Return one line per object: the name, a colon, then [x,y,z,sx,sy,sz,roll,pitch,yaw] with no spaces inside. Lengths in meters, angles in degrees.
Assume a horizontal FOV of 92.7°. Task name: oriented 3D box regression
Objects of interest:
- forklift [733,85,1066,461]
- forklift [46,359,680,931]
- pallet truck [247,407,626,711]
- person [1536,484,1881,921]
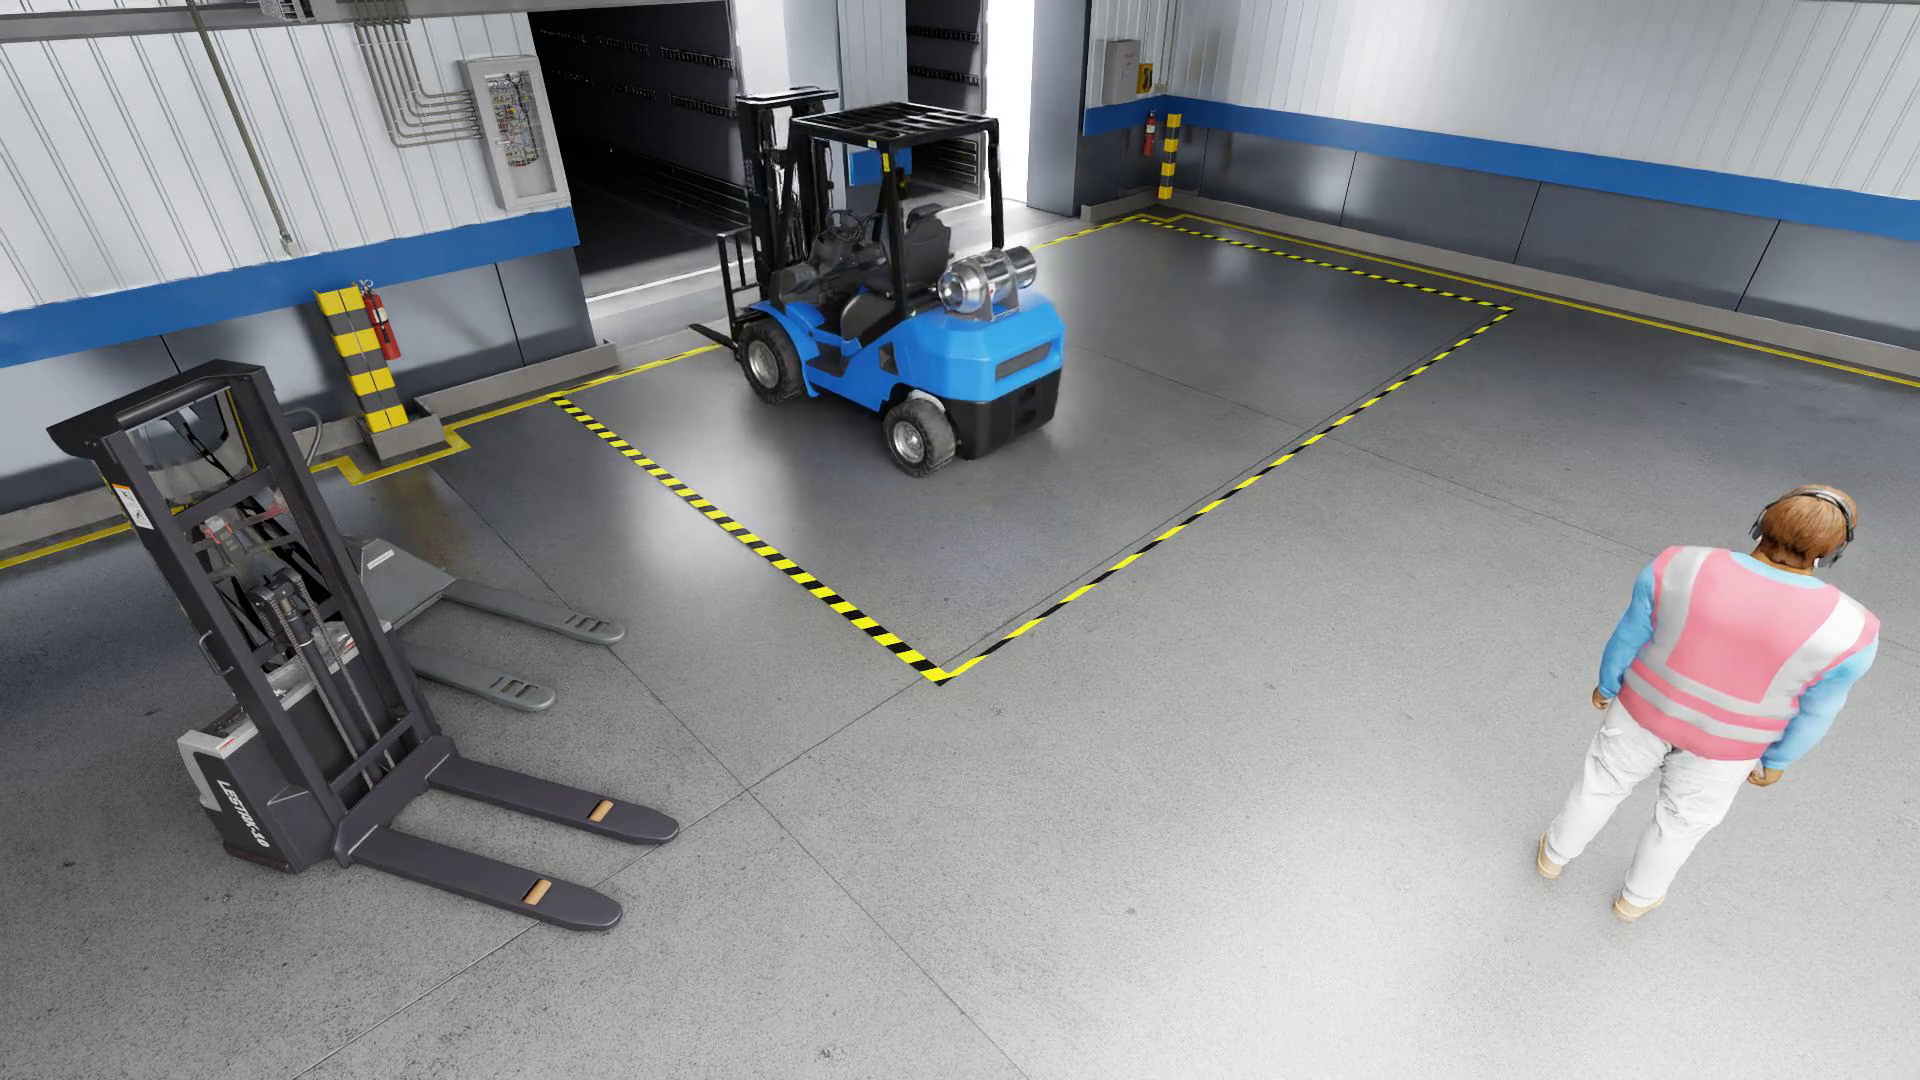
forklift: [-0.516,-2.010,6.610,2.680,2.036,1.157,28,43,35]
forklift: [-2.135,0.422,3.354,1.885,1.965,0.823,10,35,14]
pallet truck: [-2.628,0.038,4.590,1.601,1.201,0.680,12,36,18]
person: [2.551,0.616,3.206,0.429,1.844,0.625,-29,43,-35]
